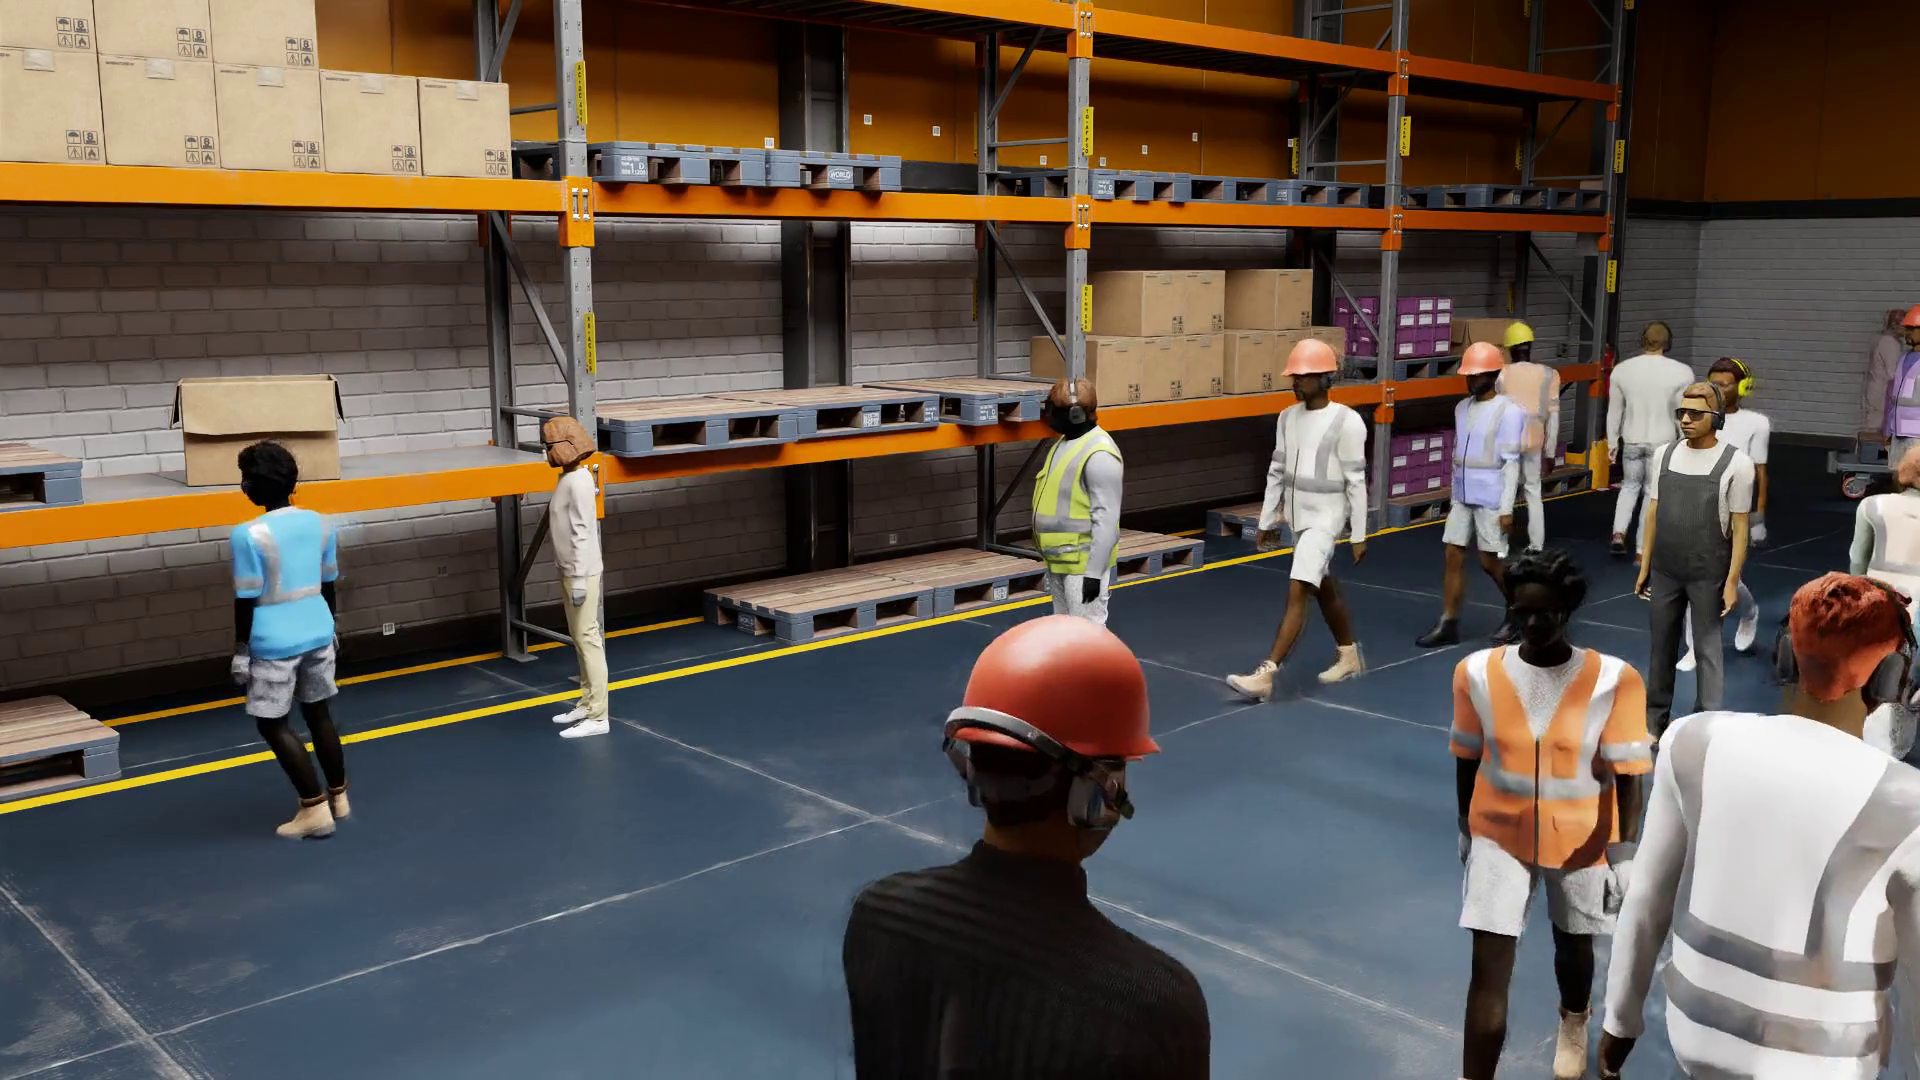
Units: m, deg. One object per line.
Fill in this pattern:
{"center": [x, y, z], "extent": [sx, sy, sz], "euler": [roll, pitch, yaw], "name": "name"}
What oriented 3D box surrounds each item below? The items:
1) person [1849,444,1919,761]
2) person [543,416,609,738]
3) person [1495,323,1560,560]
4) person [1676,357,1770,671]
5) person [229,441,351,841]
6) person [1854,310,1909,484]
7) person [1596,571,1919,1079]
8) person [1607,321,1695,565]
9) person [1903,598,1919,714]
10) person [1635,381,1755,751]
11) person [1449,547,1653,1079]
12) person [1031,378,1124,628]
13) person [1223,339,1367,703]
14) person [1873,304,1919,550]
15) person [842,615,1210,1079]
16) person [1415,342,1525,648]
{"center": [4.356, 0.340, 7.664], "extent": [0.504, 1.583, 0.879], "euler": [6, 11, 31], "name": "person"}
{"center": [-1.960, 0.184, 8.473], "extent": [0.270, 1.627, 0.503], "euler": [-4, 10, -22], "name": "person"}
{"center": [4.495, -0.779, 13.413], "extent": [0.604, 1.897, 0.603], "euler": [2, 10, 9], "name": "person"}
{"center": [4.519, -0.162, 9.853], "extent": [0.694, 1.853, 0.517], "euler": [-8, 13, -41], "name": "person"}
{"center": [-2.778, 0.421, 6.935], "extent": [0.342, 1.680, 0.605], "euler": [4, 10, 22], "name": "person"}
{"center": [9.884, -1.488, 17.559], "extent": [0.873, 1.863, 0.664], "euler": [3, 10, 19], "name": "person"}
{"center": [1.625, 0.969, 3.194], "extent": [0.814, 1.854, 0.618], "euler": [-6, 12, -33], "name": "person"}
{"center": [5.414, -0.750, 13.056], "extent": [0.631, 1.924, 0.417], "euler": [8, 13, 41], "name": "person"}
{"center": [3.772, 0.580, 6.147], "extent": [0.548, 1.620, 0.553], "euler": [7, 12, 37], "name": "person"}
{"center": [3.487, 0.163, 7.952], "extent": [0.344, 1.847, 0.505], "euler": [-8, 12, -39], "name": "person"}
{"center": [1.631, 0.826, 4.648], "extent": [0.541, 1.651, 0.884], "euler": [5, 11, 26], "name": "person"}
{"center": [0.569, 0.115, 8.268], "extent": [0.430, 1.839, 0.619], "euler": [-3, 10, -15], "name": "person"}
{"center": [1.894, -0.111, 9.187], "extent": [1.090, 1.978, 0.619], "euler": [-5, 11, -26], "name": "person"}
{"center": [7.728, -0.887, 13.513], "extent": [0.365, 2.048, 0.607], "euler": [-1, 10, -5], "name": "person"}
{"center": [0.108, 1.079, 2.227], "extent": [0.628, 1.966, 0.447], "euler": [9, 13, 42], "name": "person"}
{"center": [3.242, -0.273, 10.322], "extent": [0.762, 1.915, 0.573], "euler": [-5, 11, -26], "name": "person"}
